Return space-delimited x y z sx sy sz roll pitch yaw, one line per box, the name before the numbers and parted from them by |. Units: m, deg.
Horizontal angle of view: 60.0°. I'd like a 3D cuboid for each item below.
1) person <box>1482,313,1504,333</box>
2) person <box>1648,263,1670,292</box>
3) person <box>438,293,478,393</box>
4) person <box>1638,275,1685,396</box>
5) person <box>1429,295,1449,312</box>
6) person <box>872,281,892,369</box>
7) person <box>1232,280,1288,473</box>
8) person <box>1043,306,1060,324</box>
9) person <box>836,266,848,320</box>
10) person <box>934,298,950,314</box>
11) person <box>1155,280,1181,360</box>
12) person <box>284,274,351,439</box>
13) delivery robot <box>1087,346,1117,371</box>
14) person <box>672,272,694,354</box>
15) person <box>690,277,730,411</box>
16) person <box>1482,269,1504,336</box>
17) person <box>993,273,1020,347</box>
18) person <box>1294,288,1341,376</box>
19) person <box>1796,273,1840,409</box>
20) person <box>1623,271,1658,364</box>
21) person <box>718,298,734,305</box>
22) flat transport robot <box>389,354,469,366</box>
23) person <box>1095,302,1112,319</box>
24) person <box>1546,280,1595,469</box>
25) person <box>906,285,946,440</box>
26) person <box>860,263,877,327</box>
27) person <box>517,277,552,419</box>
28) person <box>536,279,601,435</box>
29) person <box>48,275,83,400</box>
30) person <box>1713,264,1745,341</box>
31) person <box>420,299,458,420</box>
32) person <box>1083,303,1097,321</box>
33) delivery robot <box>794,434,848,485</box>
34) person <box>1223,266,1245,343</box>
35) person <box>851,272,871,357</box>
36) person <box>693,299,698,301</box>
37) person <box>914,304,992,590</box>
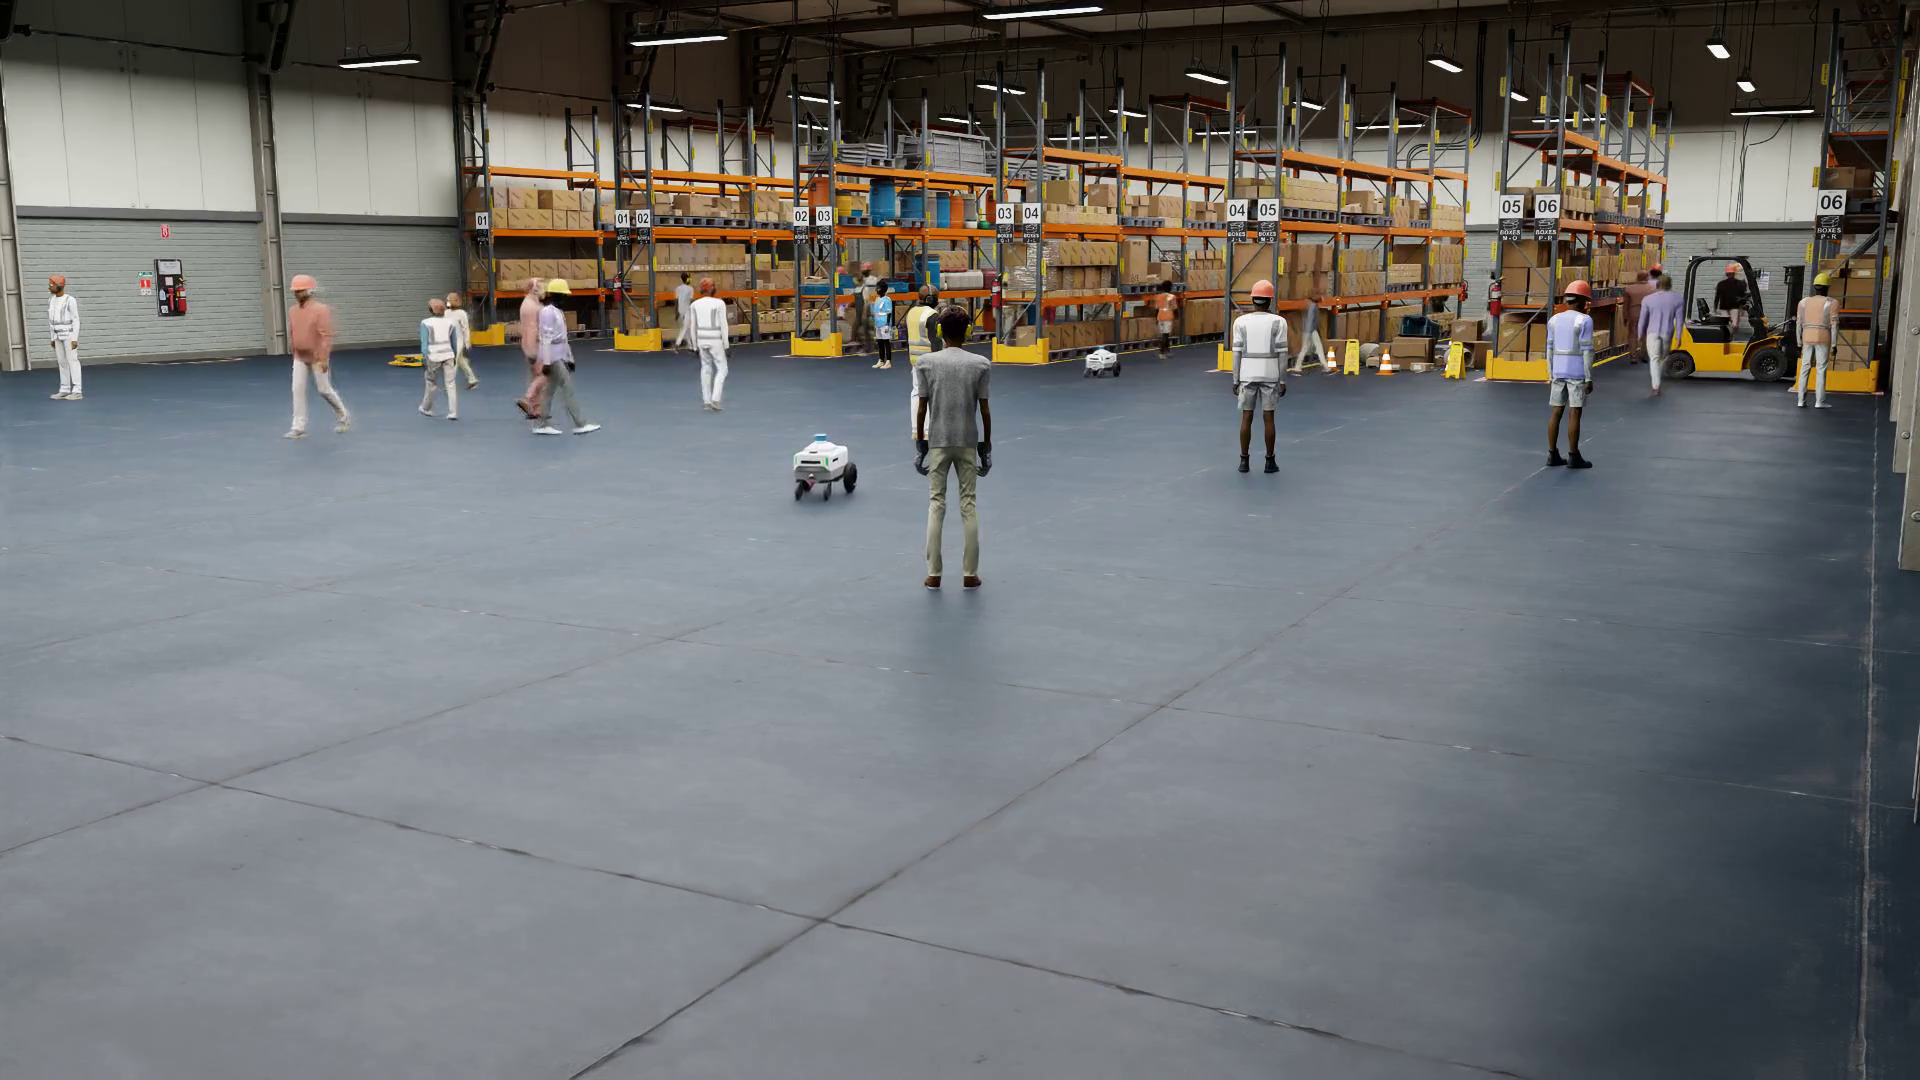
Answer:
person | 14.866 -6.592 46.129 1.034 1.820 0.529 1 10 8
person | 14.987 -4.951 35.878 0.625 2.016 0.694 5 11 28
person | -8.107 -3.189 26.827 0.512 1.592 0.863 7 12 35
person | 10.991 -3.215 26.111 0.641 1.896 0.998 2 10 13
person | 13.287 -6.778 46.524 0.770 2.000 0.686 4 10 21
person | -1.496 -4.136 32.063 0.316 1.696 0.540 -6 11 -32
person | 3.014 -1.638 16.729 0.552 1.937 0.356 3 10 15
person | 2.349 -6.060 43.158 0.542 1.750 0.374 4 11 23
person | -3.017 -5.987 42.243 0.546 1.922 0.570 7 12 36
person | -0.525 -6.274 44.738 0.515 1.641 0.314 2 10 10
person | 4.426 -4.633 35.077 0.811 1.667 0.538 -8 13 -40
person | -7.819 -2.228 20.117 0.626 1.967 0.917 3 10 18
delivery robot | 2.548 -3.246 29.916 0.477 0.478 0.707 5 11 26
person | -6.149 -5.053 37.033 0.526 1.843 0.874 6 12 33
person | -3.502 -2.746 23.393 0.601 1.880 0.392 5 11 25
person | 14.672 -6.460 45.319 0.784 1.824 0.635 4 11 23
person | 1.028 -4.980 36.719 0.598 1.804 0.851 4 10 20
person | 6.480 -3.755 30.137 0.858 1.577 0.517 2 10 14
person | 12.274 -2.843 23.814 0.363 1.928 0.587 -8 12 -39
person | 13.808 -4.509 33.729 0.679 1.864 0.933 5 11 28
person | -6.353 -6.428 44.910 0.591 1.894 0.846 5 11 29
flat transport robot | -10.564 -3.600 33.093 0.652 0.197 1.431 7 12 35
person | 3.954 -6.699 46.449 0.637 1.913 0.847 4 11 24
person | 6.298 -1.700 17.121 0.368 1.929 0.542 -6 11 -31
person | -0.378 -2.080 19.600 0.429 1.841 0.633 -6 11 -31
person | -2.460 -6.415 44.559 0.634 1.992 1.051 5 11 29
person | -5.620 -2.544 22.154 0.422 1.889 0.664 -2 10 -11
person | -4.773 -2.209 20.191 0.899 1.888 0.617 -1 10 -4
person | -13.600 -3.065 25.247 0.575 1.882 0.361 5 11 28
person | 17.613 -5.316 38.124 0.659 1.976 0.515 7 12 34
person | -6.977 -2.411 22.233 0.539 1.588 0.872 -8 13 -39
person | 3.202 -5.731 41.411 0.486 1.693 0.927 4 10 21
delivery robot | -1.261 -0.720 15.123 0.477 0.478 0.707 2 10 11
person | 6.799 -5.788 41.037 0.372 1.936 0.629 -9 13 -41
person | -2.128 -4.850 35.878 0.452 1.820 0.551 -9 13 -44
person | -6.737 -5.995 42.548 0.600 1.832 0.404 5 11 25
person | -0.048 -0.597 10.869 0.516 1.865 0.312 0 10 -1
